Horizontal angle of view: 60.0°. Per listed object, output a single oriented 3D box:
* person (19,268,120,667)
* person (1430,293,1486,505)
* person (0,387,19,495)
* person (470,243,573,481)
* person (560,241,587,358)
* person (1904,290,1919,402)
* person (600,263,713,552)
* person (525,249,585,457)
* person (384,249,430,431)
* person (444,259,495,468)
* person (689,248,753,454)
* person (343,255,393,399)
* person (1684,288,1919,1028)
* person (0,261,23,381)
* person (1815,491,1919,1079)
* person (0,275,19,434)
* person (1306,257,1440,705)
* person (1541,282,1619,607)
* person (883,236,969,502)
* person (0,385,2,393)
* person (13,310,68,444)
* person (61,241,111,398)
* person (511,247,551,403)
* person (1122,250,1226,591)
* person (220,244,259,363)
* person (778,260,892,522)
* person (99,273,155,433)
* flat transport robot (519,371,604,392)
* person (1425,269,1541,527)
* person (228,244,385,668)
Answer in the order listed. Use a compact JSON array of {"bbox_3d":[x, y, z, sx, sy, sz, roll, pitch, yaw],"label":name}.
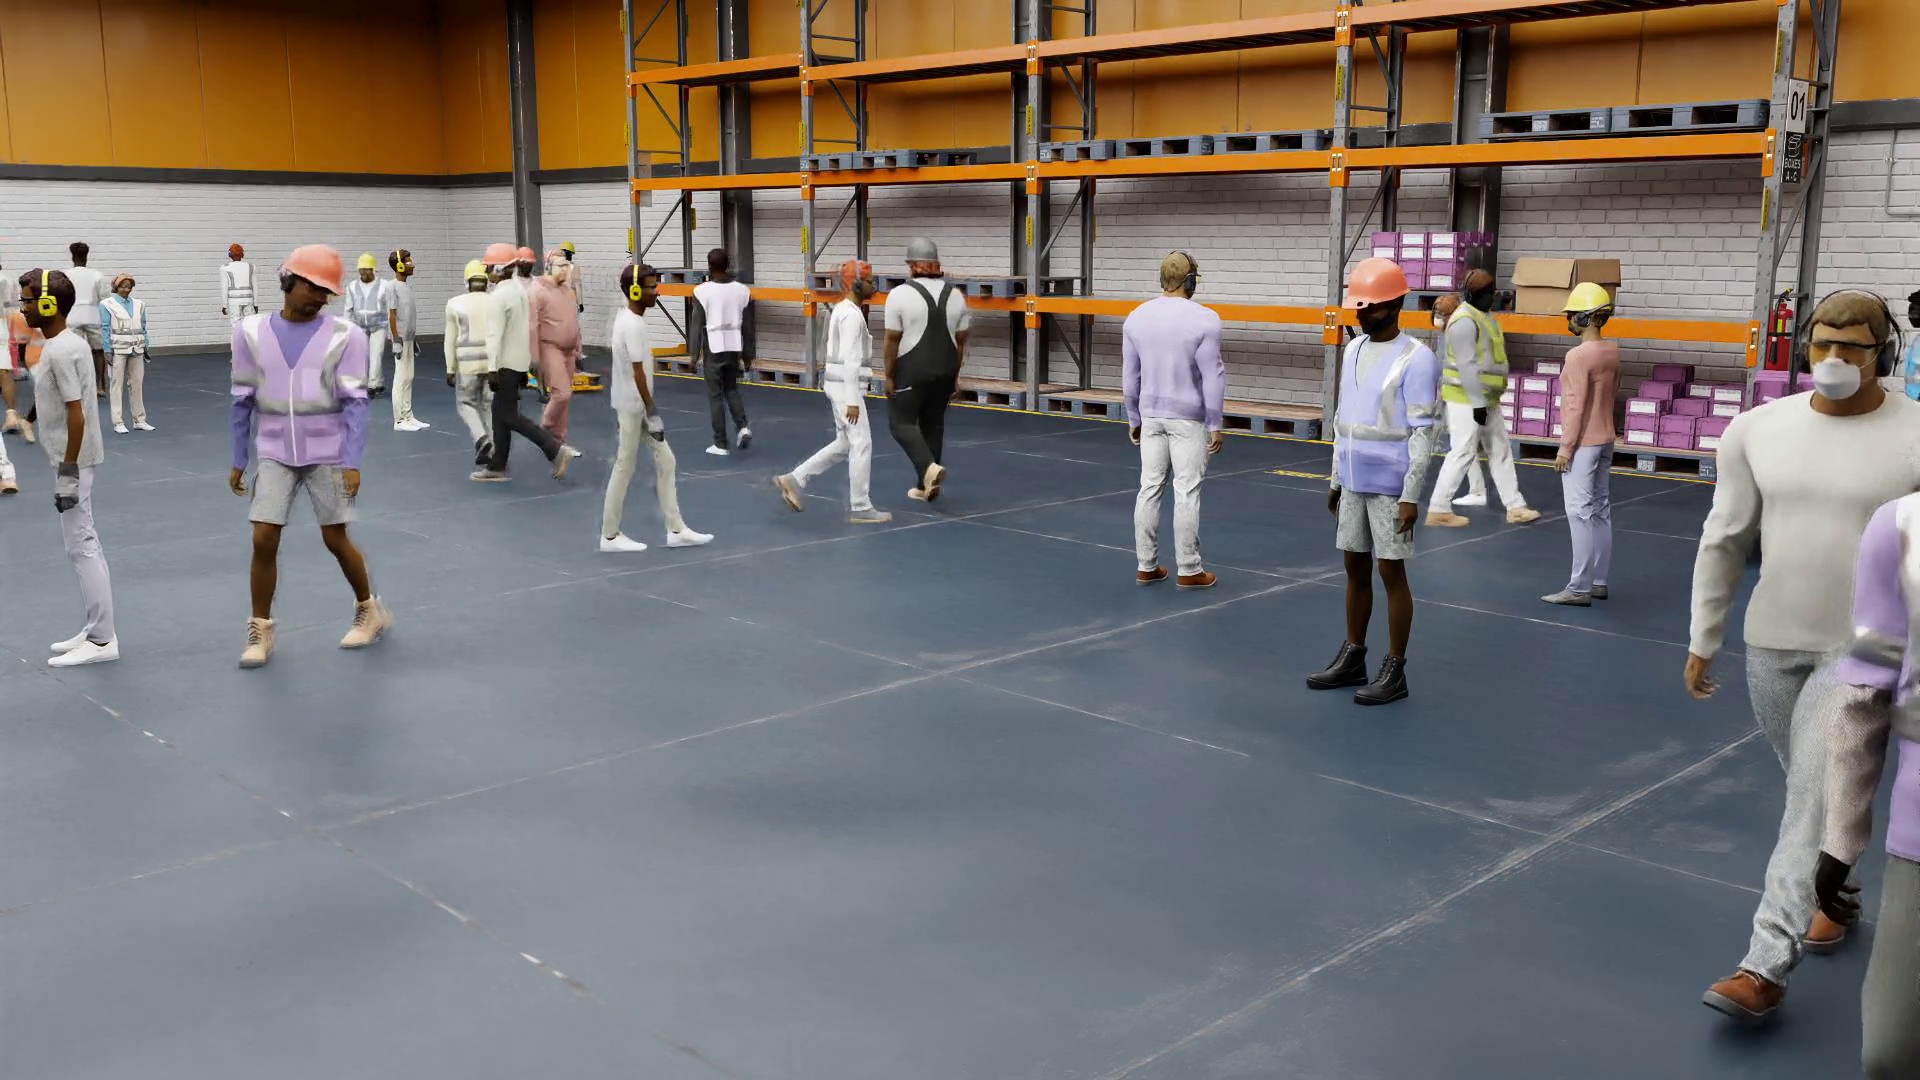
[{"bbox_3d":[-4.222,-0.337,7.862,0.313,1.864,0.538,-5,11,-24],"label":"person"},{"bbox_3d":[3.591,-1.051,12.491,0.846,1.582,0.537,2,11,13],"label":"person"},{"bbox_3d":[-7.676,-1.209,12.821,0.771,1.796,0.692,6,12,31],"label":"person"},{"bbox_3d":[-3.607,-1.426,13.534,0.855,1.968,0.622,1,10,5],"label":"person"},{"bbox_3d":[-6.436,-3.934,27.329,0.586,1.919,0.379,4,11,23],"label":"person"},{"bbox_3d":[6.966,-0.968,11.920,0.900,1.643,0.542,2,11,9],"label":"person"},{"bbox_3d":[-1.939,-0.819,10.581,0.847,1.825,0.539,-1,10,-7],"label":"person"},{"bbox_3d":[-3.638,-1.677,15.085,0.432,1.891,0.673,3,11,18],"label":"person"},{"bbox_3d":[-5.769,-2.075,17.311,0.325,1.876,0.524,0,10,2],"label":"person"},{"bbox_3d":[-4.136,-1.504,14.359,0.601,1.812,0.483,-7,12,-32],"label":"person"},{"bbox_3d":[-2.216,-1.729,15.359,0.593,1.906,0.442,-9,14,-40],"label":"person"},{"bbox_3d":[-7.390,-2.667,20.800,0.617,1.779,0.945,0,10,1],"label":"person"},{"bbox_3d":[2.281,0.283,4.427,1.043,1.887,0.650,-9,14,-42],"label":"person"},{"bbox_3d":[-13.284,-3.064,22.996,0.525,1.771,0.305,-7,12,-32],"label":"person"},{"bbox_3d":[1.882,0.535,2.965,0.600,1.914,0.616,8,13,38],"label":"person"},{"bbox_3d":[-10.007,-2.082,17.077,0.601,1.988,1.086,-10,14,-44],"label":"person"},{"bbox_3d":[1.787,-0.250,7.213,0.372,1.929,0.543,-6,12,-28],"label":"person"},{"bbox_3d":[3.409,-0.520,9.130,0.328,1.767,0.532,10,14,44],"label":"person"},{"bbox_3d":[-0.251,-1.266,12.447,0.691,2.000,0.739,-7,12,-32],"label":"person"},{"bbox_3d":[-11.943,-2.585,20.115,0.591,1.866,1.006,-2,11,-11],"label":"person"},{"bbox_3d":[-8.776,-1.701,15.853,0.803,1.663,0.526,3,11,17],"label":"person"},{"bbox_3d":[-10.746,-2.675,20.402,0.641,1.941,0.557,-5,12,-26],"label":"person"},{"bbox_3d":[-5.326,-2.626,20.307,0.549,1.893,1.004,-7,12,-33],"label":"person"},{"bbox_3d":[1.226,-0.676,9.505,0.635,1.939,0.361,8,13,36],"label":"person"},{"bbox_3d":[-11.450,-3.756,26.458,0.579,1.883,0.352,-10,14,-43],"label":"person"},{"bbox_3d":[-0.876,-1.026,11.661,0.720,1.861,0.595,-1,10,-8],"label":"person"},{"bbox_3d":[-8.585,-1.924,17.132,0.310,1.640,0.514,6,12,28],"label":"person"},{"bbox_3d":[-5.269,-2.097,21.810,0.652,0.197,1.431,-7,13,-35],"label":"flat transport robot"},{"bbox_3d":[3.645,-0.967,11.500,0.671,1.790,0.654,7,13,34],"label":"person"},{"bbox_3d":[-3.158,-0.413,7.961,0.668,1.985,0.605,-1,10,-8],"label":"person"}]
